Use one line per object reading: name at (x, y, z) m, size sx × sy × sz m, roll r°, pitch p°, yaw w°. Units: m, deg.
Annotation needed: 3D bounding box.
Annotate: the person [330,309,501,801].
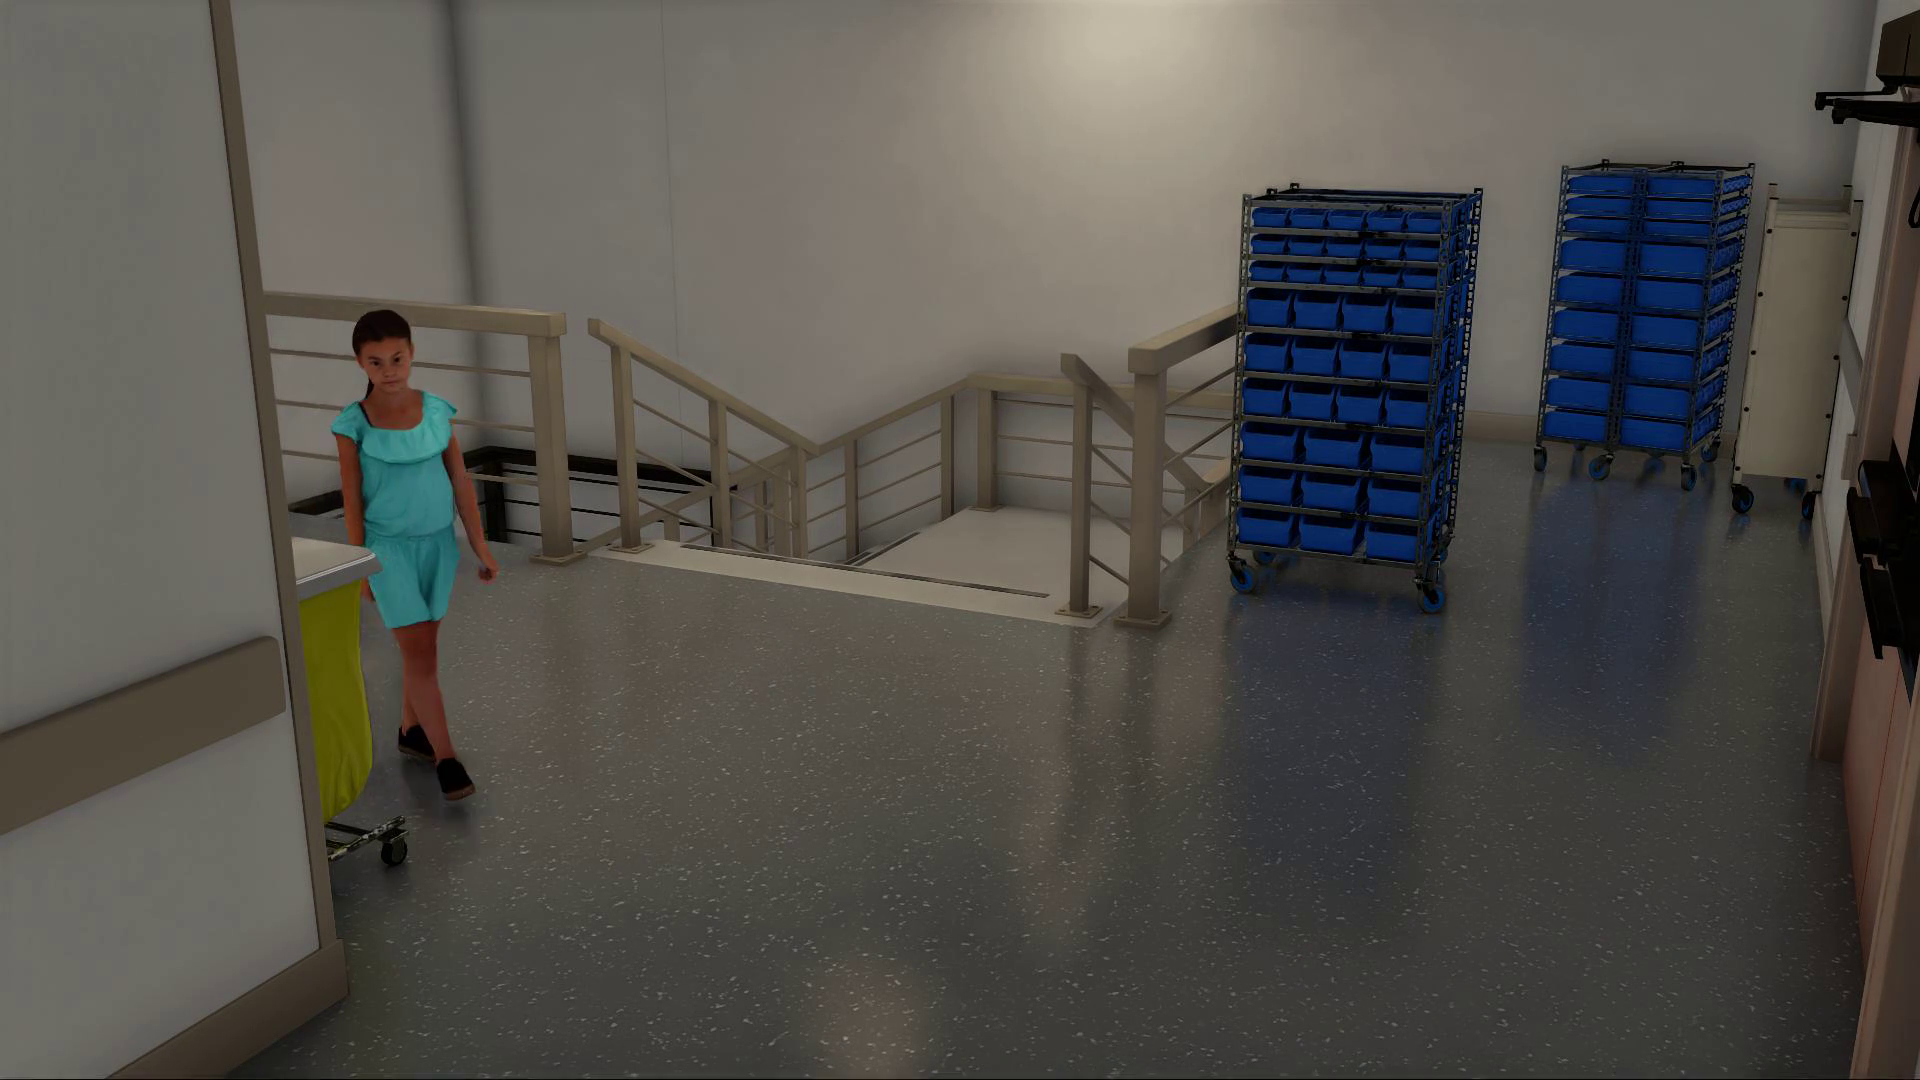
person at (-1.801, 0.028, 5.348) m, size 0.845 × 1.527 × 0.923 m, roll 15°, pitch 21°, yaw 42°
